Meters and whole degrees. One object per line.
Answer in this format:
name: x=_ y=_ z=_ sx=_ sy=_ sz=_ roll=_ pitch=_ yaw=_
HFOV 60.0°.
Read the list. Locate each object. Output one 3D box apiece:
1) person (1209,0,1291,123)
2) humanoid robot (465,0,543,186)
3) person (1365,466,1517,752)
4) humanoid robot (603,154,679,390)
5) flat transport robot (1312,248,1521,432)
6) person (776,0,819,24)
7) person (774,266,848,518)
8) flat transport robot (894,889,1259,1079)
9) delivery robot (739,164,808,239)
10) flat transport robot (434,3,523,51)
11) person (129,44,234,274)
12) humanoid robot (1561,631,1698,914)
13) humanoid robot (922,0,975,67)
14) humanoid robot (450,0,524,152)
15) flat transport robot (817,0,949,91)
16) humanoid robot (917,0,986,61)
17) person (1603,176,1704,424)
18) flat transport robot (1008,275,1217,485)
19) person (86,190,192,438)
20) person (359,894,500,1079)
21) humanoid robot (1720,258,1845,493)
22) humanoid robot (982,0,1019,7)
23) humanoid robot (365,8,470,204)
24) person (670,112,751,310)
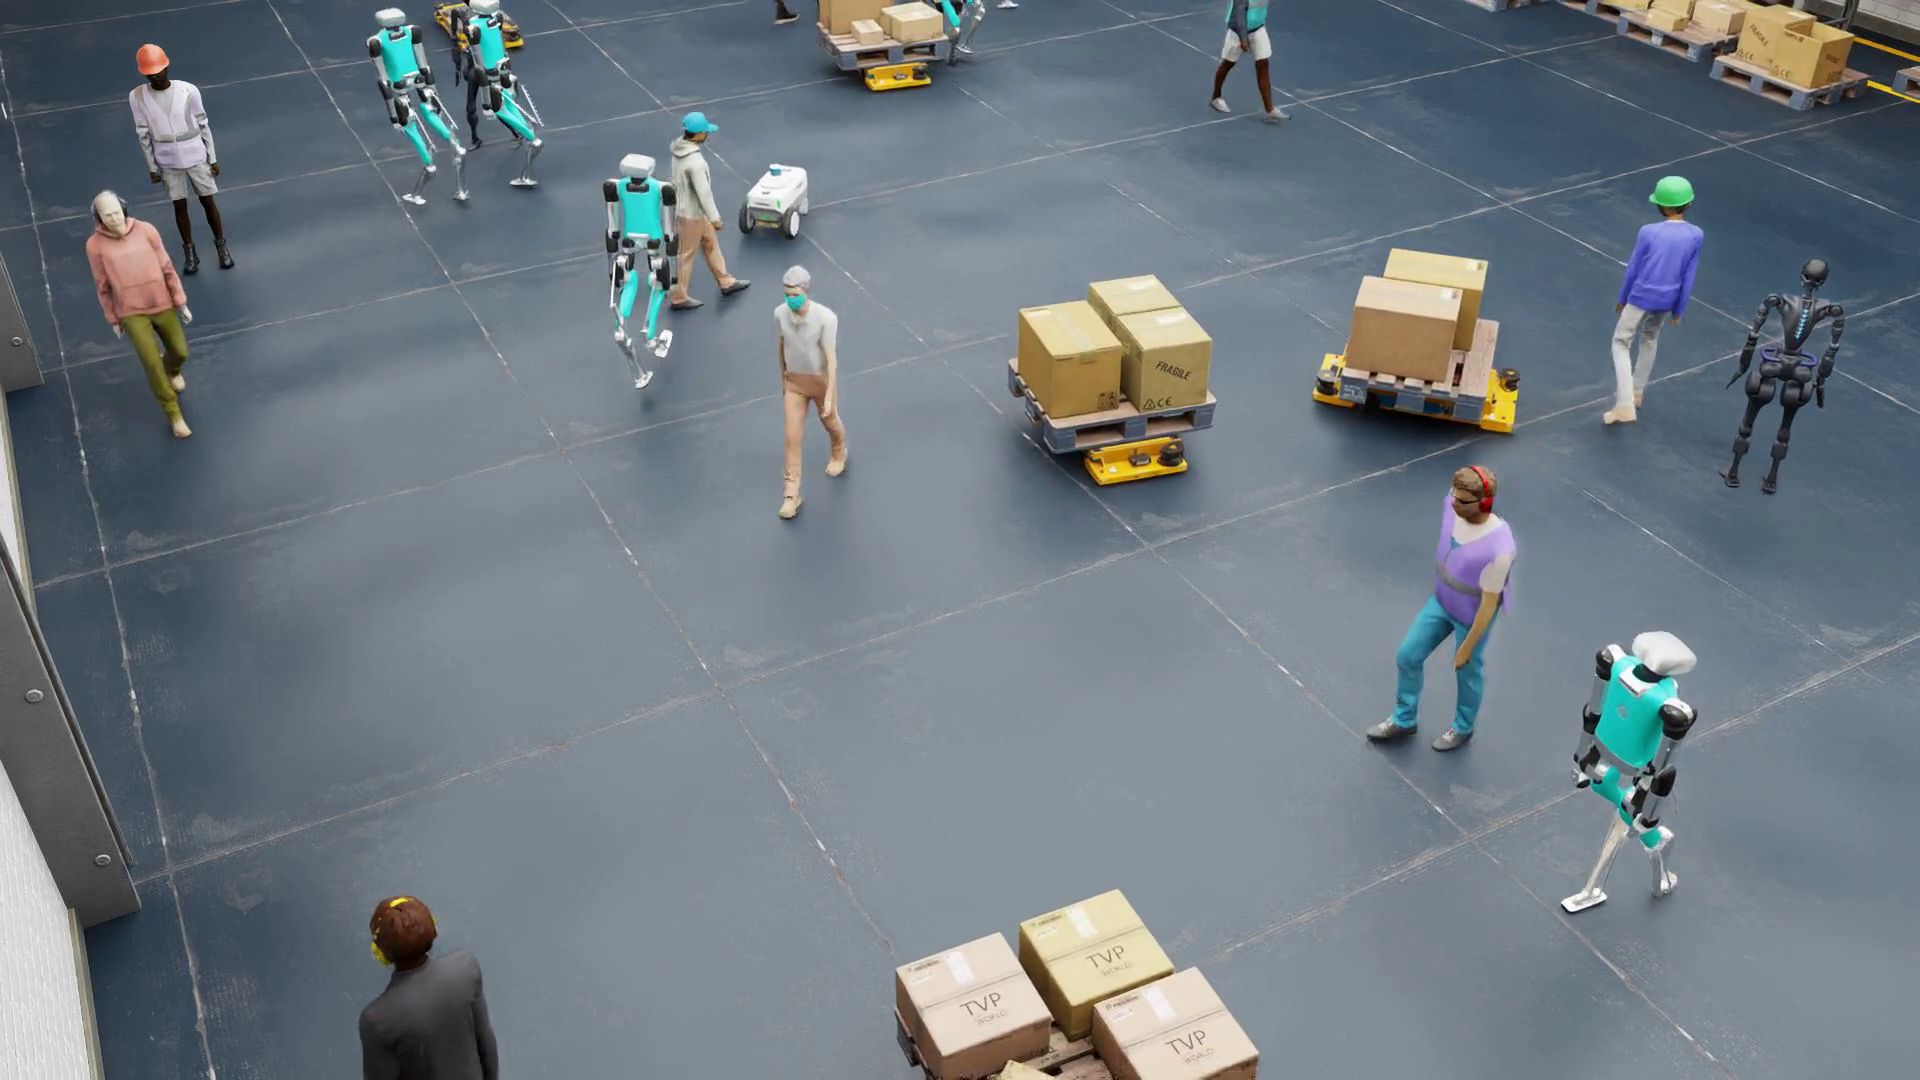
person: x=2.921 y=-5.124 z=16.616 sx=0.566 sy=1.884 sz=0.992 roll=-25 pitch=42 yaw=-31
humanoid robot: x=-4.043 y=-4.016 z=15.191 sx=0.677 sy=1.824 sz=0.540 roll=8 pitch=36 yaw=12
person: x=2.577 y=0.405 z=8.785 sx=0.735 sy=1.813 sz=0.592 roll=-11 pitch=37 yaw=-16
humanoid robot: x=-2.325 y=-1.884 z=12.118 sx=0.554 sy=1.728 sz=1.016 roll=2 pitch=35 yaw=3
flat transport robot: x=3.391 y=-1.142 z=12.346 sx=1.431 sy=0.231 sz=0.659 roll=11 pitch=37 yaw=15
person: x=-1.839 y=-7.012 z=19.277 sx=0.859 sy=1.928 sz=0.617 roll=-26 pitch=43 yaw=-32
person: x=-0.986 y=-1.059 z=10.980 sx=0.448 sy=1.705 sz=0.868 roll=8 pitch=36 yaw=12
flat transport robot: x=0.462 y=2.409 z=7.277 sx=0.659 sy=0.231 sz=1.431 roll=-15 pitch=38 yaw=-20
delivery robot: x=-1.633 y=-3.031 z=14.799 sx=0.499 sy=0.601 sz=0.775 roll=9 pitch=36 yaw=13
flat transport robot: x=-5.568 y=-5.936 z=19.191 sx=0.659 sy=0.231 sz=1.431 roll=-17 pitch=39 yaw=-23
person: x=-6.437 y=-3.142 z=13.750 sx=0.551 sy=1.935 sz=0.367 roll=-12 pitch=37 yaw=-17
humanoid robot: x=3.311 y=1.128 z=7.898 sx=0.834 sy=1.858 sz=0.549 roll=-15 pitch=38 yaw=-20
humanoid robot: x=-0.137 y=-6.012 z=18.078 sx=0.595 sy=1.635 sz=0.404 roll=6 pitch=35 yaw=8
humanoid robot: x=-4.587 y=-4.574 z=16.032 sx=0.600 sy=1.643 sz=0.417 roll=7 pitch=36 yaw=9
flat transport robot: x=-0.853 y=-5.269 z=18.238 sx=0.659 sy=0.231 sz=1.431 roll=-11 pitch=37 yaw=-16
humanoid robot: x=-0.040 y=-6.041 z=18.072 sx=0.878 sy=1.743 sz=0.538 roll=13 pitch=37 yaw=18
person: x=4.912 y=-1.697 z=11.771 sx=0.473 sy=1.841 sz=0.656 roll=-1 pitch=35 yaw=-2
flat transport robot: x=1.056 y=-0.872 z=11.961 sx=0.659 sy=0.231 sz=1.431 roll=-10 pitch=36 yaw=-14
person: x=-5.755 y=-1.650 z=11.727 sx=0.539 sy=1.814 sz=0.712 roll=-22 pitch=41 yaw=-28
person: x=-1.928 y=2.135 z=6.306 sx=0.868 sy=1.836 sz=0.544 roll=26 pitch=42 yaw=32
humanoid robot: x=5.457 y=-1.092 z=11.047 sx=0.608 sy=1.653 sz=0.305 roll=11 pitch=36 yaw=15
humanoid robot: x=0.407 y=-7.113 z=19.582 sx=0.573 sy=1.773 sz=0.776 roll=27 pitch=43 yaw=33
humanoid robot: x=-4.743 y=-3.777 z=14.840 sx=0.838 sy=1.773 sz=0.547 roll=26 pitch=43 yaw=32
person: x=-2.027 y=-2.624 z=13.259 sx=0.775 sy=1.641 sz=0.481 roll=-12 pitch=37 yaw=-17
